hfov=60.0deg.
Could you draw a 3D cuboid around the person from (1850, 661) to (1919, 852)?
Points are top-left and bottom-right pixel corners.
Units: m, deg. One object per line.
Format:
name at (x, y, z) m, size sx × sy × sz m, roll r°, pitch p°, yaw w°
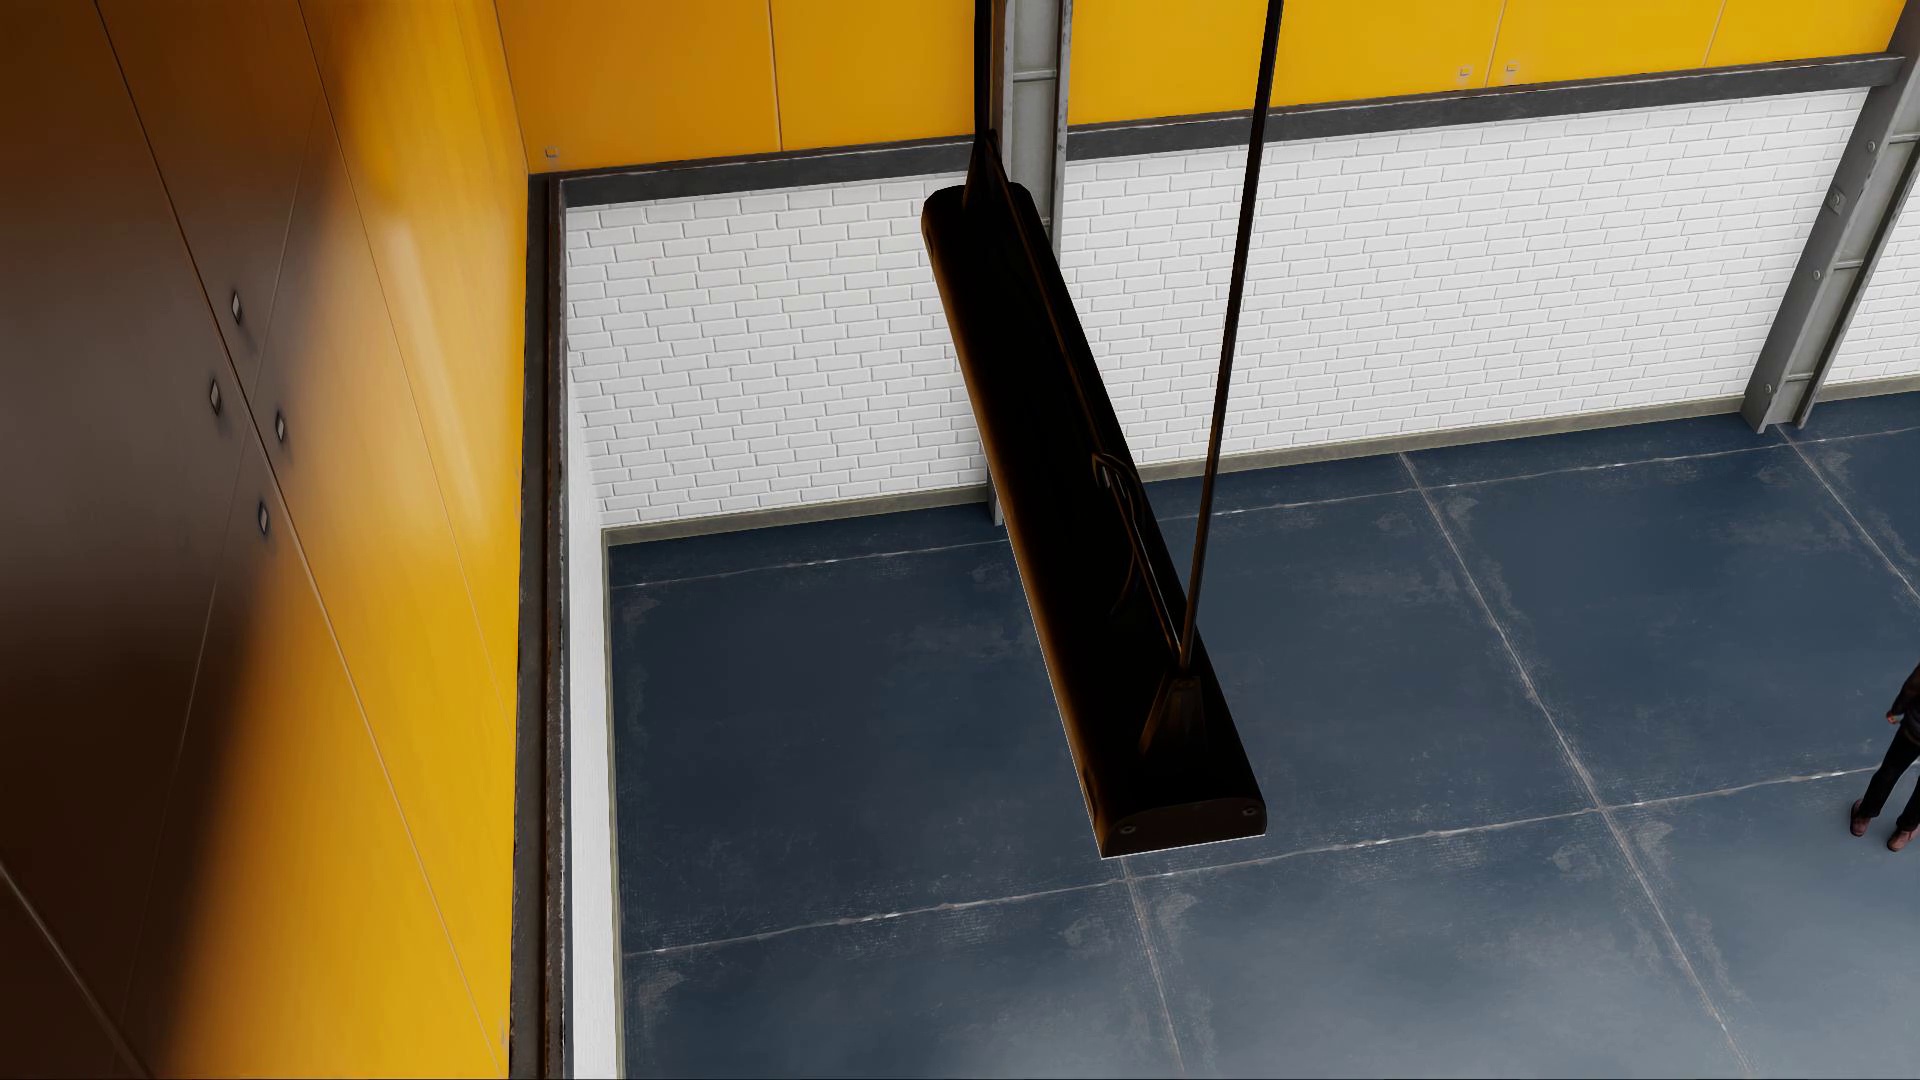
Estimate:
person at (5.584, 1.091, 9.503) m, size 0.764 × 1.836 × 0.811 m, roll 27°, pitch 50°, yaw 26°
